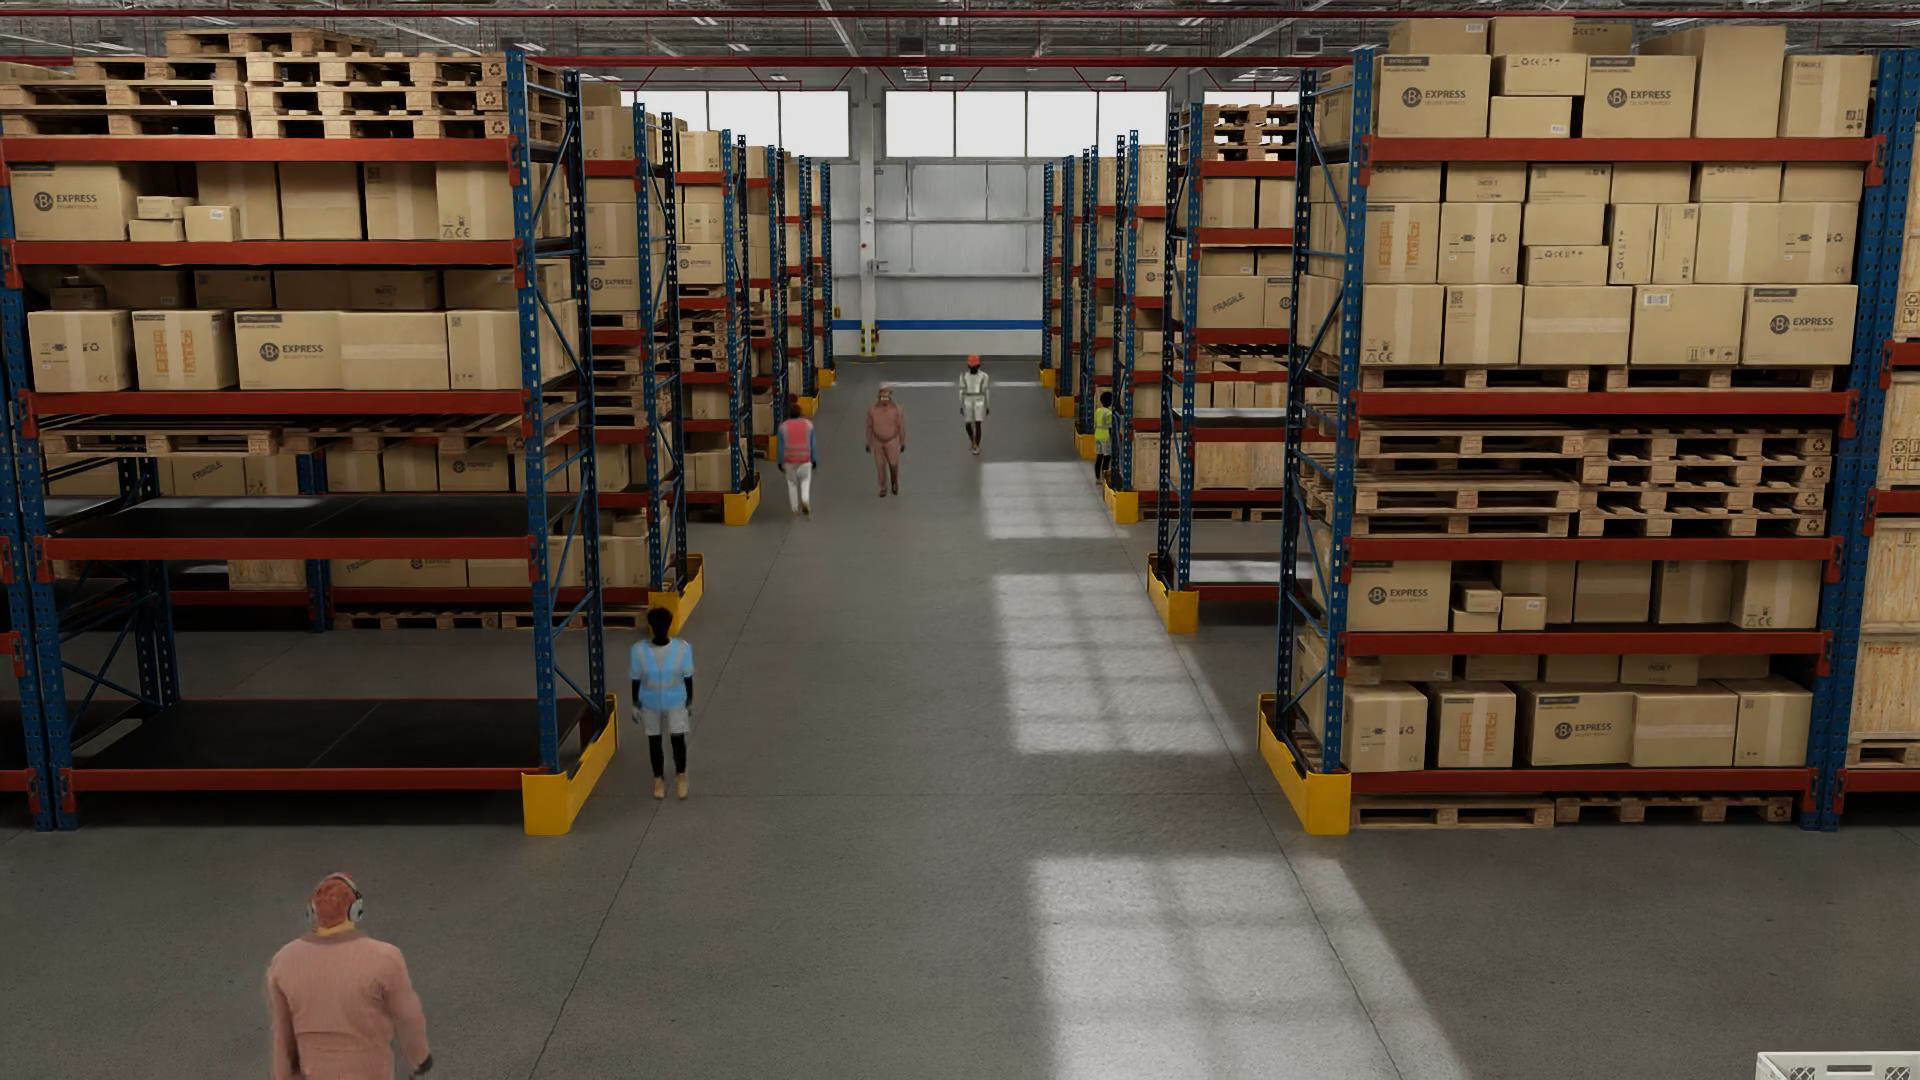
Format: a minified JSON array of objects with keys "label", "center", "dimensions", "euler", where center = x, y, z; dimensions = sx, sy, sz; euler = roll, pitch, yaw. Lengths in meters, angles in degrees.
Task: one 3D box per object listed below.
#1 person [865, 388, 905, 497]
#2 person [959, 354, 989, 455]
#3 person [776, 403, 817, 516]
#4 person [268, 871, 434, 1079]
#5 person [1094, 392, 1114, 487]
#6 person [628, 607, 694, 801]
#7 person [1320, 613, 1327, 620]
[{"label":"person","center":[-1.283,-1.667,28.439],"dimensions":[0.665,1.890,0.447],"euler":[1,11,5]},{"label":"person","center":[0.294,-2.720,33.326],"dimensions":[0.615,2.029,0.562],"euler":[2,12,10]},{"label":"person","center":[-2.628,-1.289,26.691],"dimensions":[0.651,1.832,0.447],"euler":[-2,12,-10]},{"label":"person","center":[-2.862,2.473,7.978],"dimensions":[0.650,1.867,0.947],"euler":[2,12,11]},{"label":"person","center":[2.570,-1.788,29.528],"dimensions":[0.318,1.691,0.530],"euler":[-6,13,-26]},{"label":"person","center":[-2.487,1.376,13.876],"dimensions":[0.536,1.683,0.461],"euler":[-1,11,-5]},{"label":"person","center":[3.681,0.889,16.430],"dimensions":[0.376,1.617,0.511],"euler":[1,11,3]}]
